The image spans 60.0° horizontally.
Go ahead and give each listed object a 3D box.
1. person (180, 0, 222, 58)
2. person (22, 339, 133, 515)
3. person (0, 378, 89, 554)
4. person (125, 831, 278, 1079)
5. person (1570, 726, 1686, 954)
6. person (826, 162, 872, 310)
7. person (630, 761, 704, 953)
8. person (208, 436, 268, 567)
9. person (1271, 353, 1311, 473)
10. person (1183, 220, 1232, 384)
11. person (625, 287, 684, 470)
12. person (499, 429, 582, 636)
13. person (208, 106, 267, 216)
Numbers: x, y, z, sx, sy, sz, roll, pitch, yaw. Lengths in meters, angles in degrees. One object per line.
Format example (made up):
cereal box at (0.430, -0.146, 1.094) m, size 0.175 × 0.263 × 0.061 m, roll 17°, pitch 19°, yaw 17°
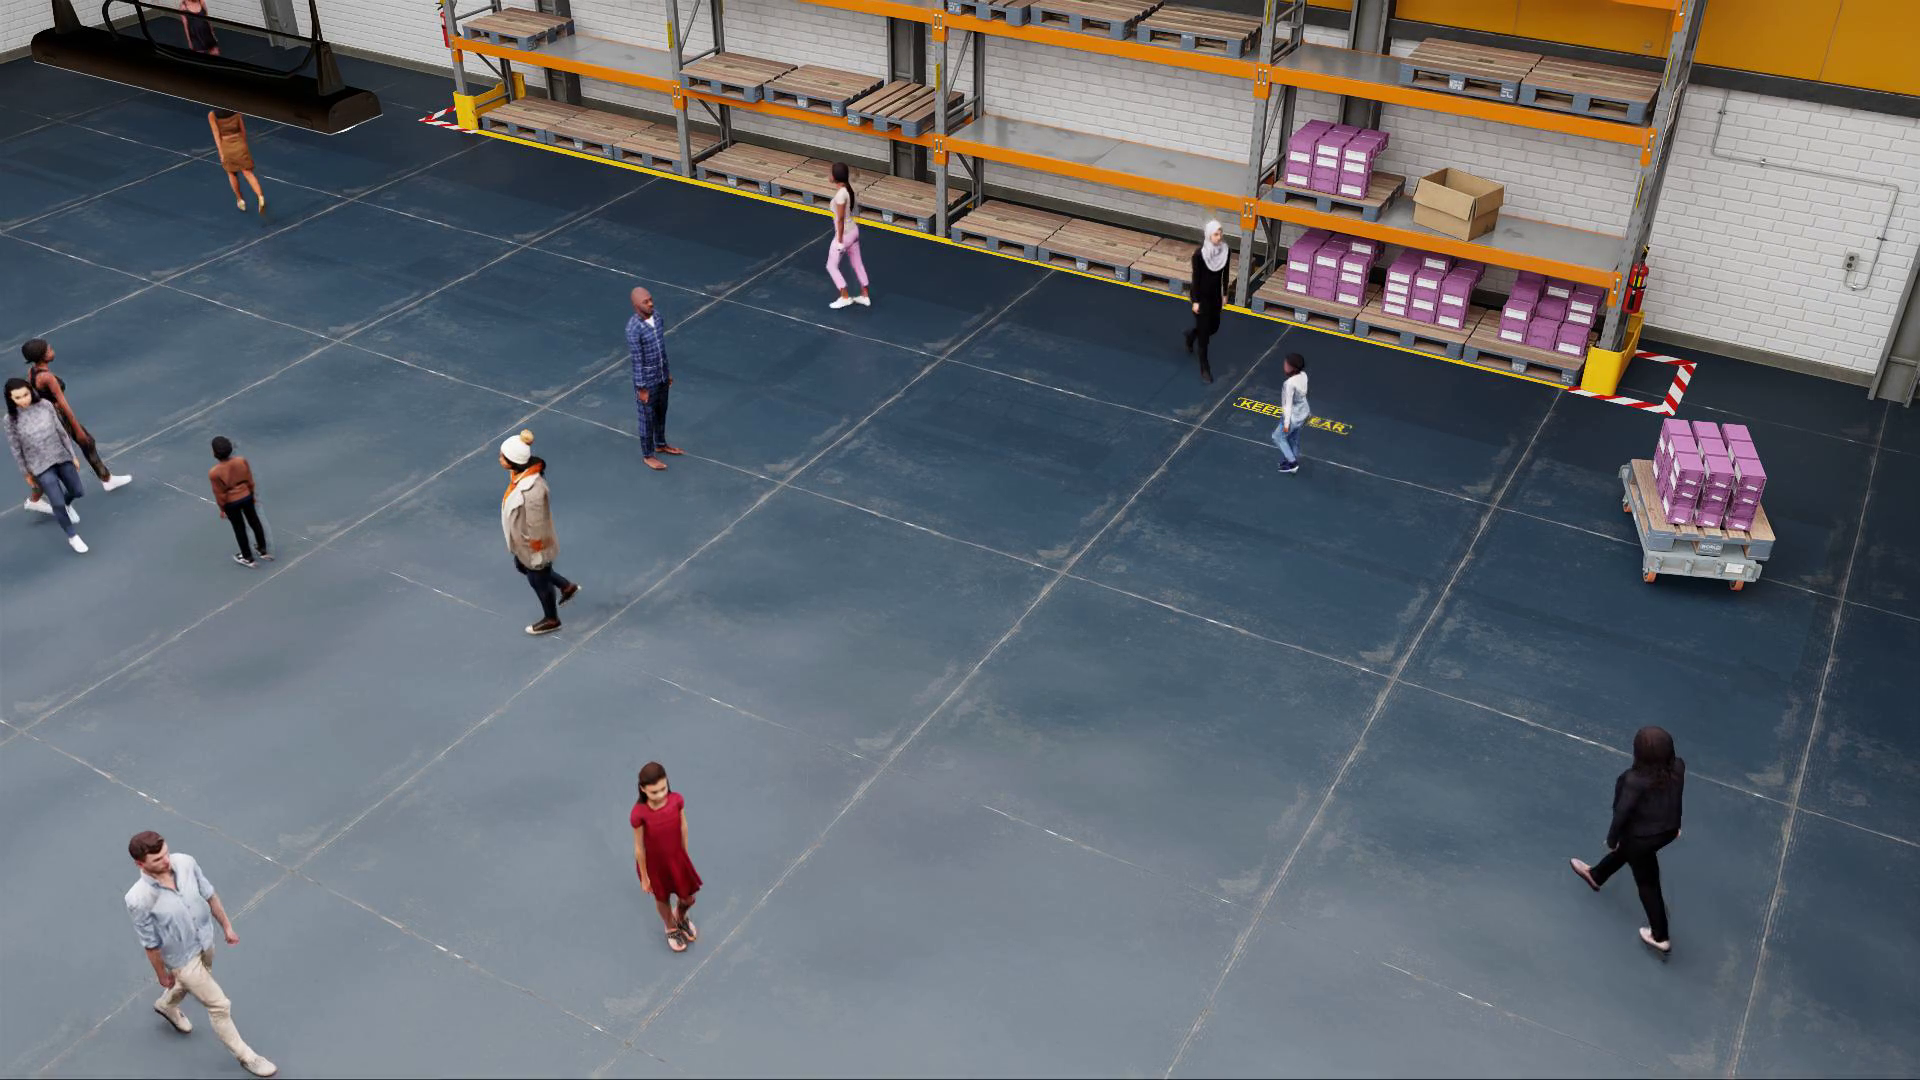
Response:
person at (-11.290, -7.446, 24.692) m, size 0.672 × 1.779 × 0.735 m, roll -27°, pitch 42°, yaw -35°
person at (-8.274, -1.004, 15.114) m, size 0.876 × 1.653 × 1.180 m, roll -26°, pitch 42°, yaw -34°
person at (-8.039, -0.702, 14.602) m, size 0.867 × 1.715 × 0.723 m, roll 26°, pitch 42°, yaw 33°
person at (-4.642, 2.393, 9.858) m, size 1.233 × 1.813 × 0.800 m, roll 10°, pitch 35°, yaw 15°
person at (4.504, 1.951, 10.748) m, size 1.001 × 1.563 × 1.234 m, roll -17°, pitch 37°, yaw -24°
person at (-1.229, -3.384, 18.627) m, size 0.794 × 1.727 × 0.771 m, roll 12°, pitch 35°, yaw 17°
person at (-1.935, 1.998, 10.699) m, size 0.684 × 1.541 × 0.751 m, roll -18°, pitch 38°, yaw -25°
person at (-6.303, -0.353, 14.495) m, size 0.517 × 1.253 × 0.548 m, roll 24°, pitch 40°, yaw 31°
person at (3.205, -1.170, 15.734) m, size 0.544 × 1.242 × 0.590 m, roll -26°, pitch 42°, yaw -34°
person at (2.525, -2.526, 17.310) m, size 0.950 × 1.756 × 1.041 m, roll -9°, pitch 35°, yaw -14°
person at (-2.950, -1.571, 15.817) m, size 0.620 × 1.819 × 0.676 m, roll 14°, pitch 36°, yaw 20°
person at (-3.373, -0.083, 13.520) m, size 0.951 × 1.883 × 0.895 m, roll -14°, pitch 36°, yaw -20°
person at (-9.071, -4.838, 20.873) m, size 0.788 × 1.663 × 1.110 m, roll -26°, pitch 41°, yaw -33°
